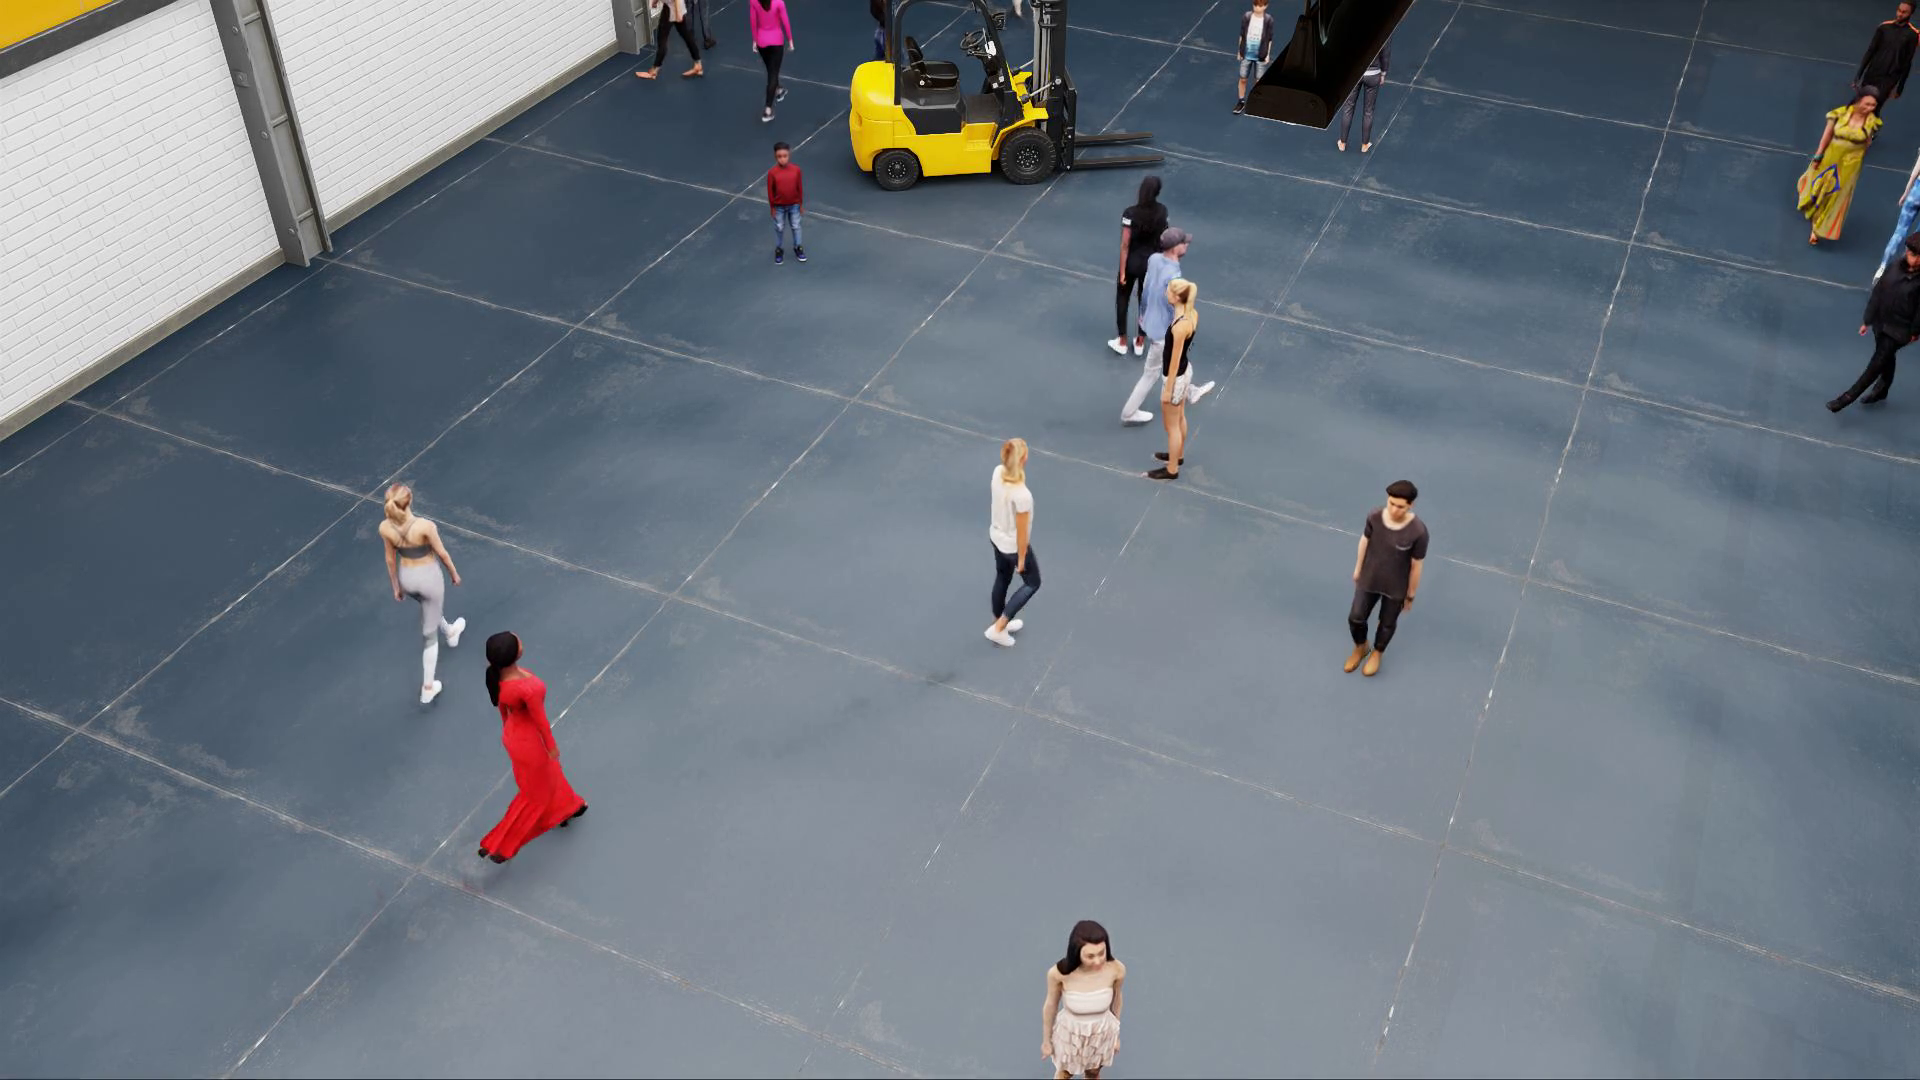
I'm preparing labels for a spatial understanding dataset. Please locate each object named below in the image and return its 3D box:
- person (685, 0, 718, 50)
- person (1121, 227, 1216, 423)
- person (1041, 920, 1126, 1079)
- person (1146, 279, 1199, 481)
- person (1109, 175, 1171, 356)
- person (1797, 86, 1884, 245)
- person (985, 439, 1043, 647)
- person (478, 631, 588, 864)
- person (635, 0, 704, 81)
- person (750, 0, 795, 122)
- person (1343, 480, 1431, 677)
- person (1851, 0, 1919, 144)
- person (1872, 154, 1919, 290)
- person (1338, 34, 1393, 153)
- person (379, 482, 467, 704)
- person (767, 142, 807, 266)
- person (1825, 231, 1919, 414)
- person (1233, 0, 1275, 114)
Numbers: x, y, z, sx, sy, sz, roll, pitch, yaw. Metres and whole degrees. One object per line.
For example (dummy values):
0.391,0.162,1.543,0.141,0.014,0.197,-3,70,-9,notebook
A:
-3.334,-7.046,20.798,0.700,1.779,0.602,7,39,8,person
1.651,-1.777,14.149,1.188,1.842,1.170,-10,40,-12,person
0.650,2.595,8.760,0.660,1.736,0.678,-4,39,-4,person
1.777,-1.330,13.589,0.671,1.843,0.473,11,40,14,person
1.645,-2.461,15.111,0.781,1.711,0.820,-18,42,-21,person
8.961,-3.886,16.977,0.704,1.619,1.097,16,41,19,person
0.284,0.061,11.884,0.815,1.797,0.757,-23,44,-26,person
-2.744,1.315,10.352,1.127,1.759,0.866,-31,48,-33,person
-3.362,-6.411,19.993,1.040,1.791,1.068,-6,39,-8,person
-2.205,-5.653,19.163,0.757,1.653,1.186,9,39,11,person
3.038,0.224,11.754,0.671,1.703,0.612,22,44,26,person
10.224,-5.108,18.369,1.216,1.782,0.944,-28,46,-30,person
9.220,-3.197,16.003,0.818,1.759,1.167,32,48,33,person
4.493,-5.179,18.469,0.665,1.768,0.604,7,39,9,person
-3.764,0.378,11.598,0.854,1.659,1.211,2,39,3,person
-1.742,-3.389,16.637,0.584,1.257,0.632,-9,39,-11,person
8.122,-1.889,14.392,1.151,1.715,1.039,-16,41,-19,person
3.429,-5.671,19.343,0.557,1.445,0.531,11,40,14,person
